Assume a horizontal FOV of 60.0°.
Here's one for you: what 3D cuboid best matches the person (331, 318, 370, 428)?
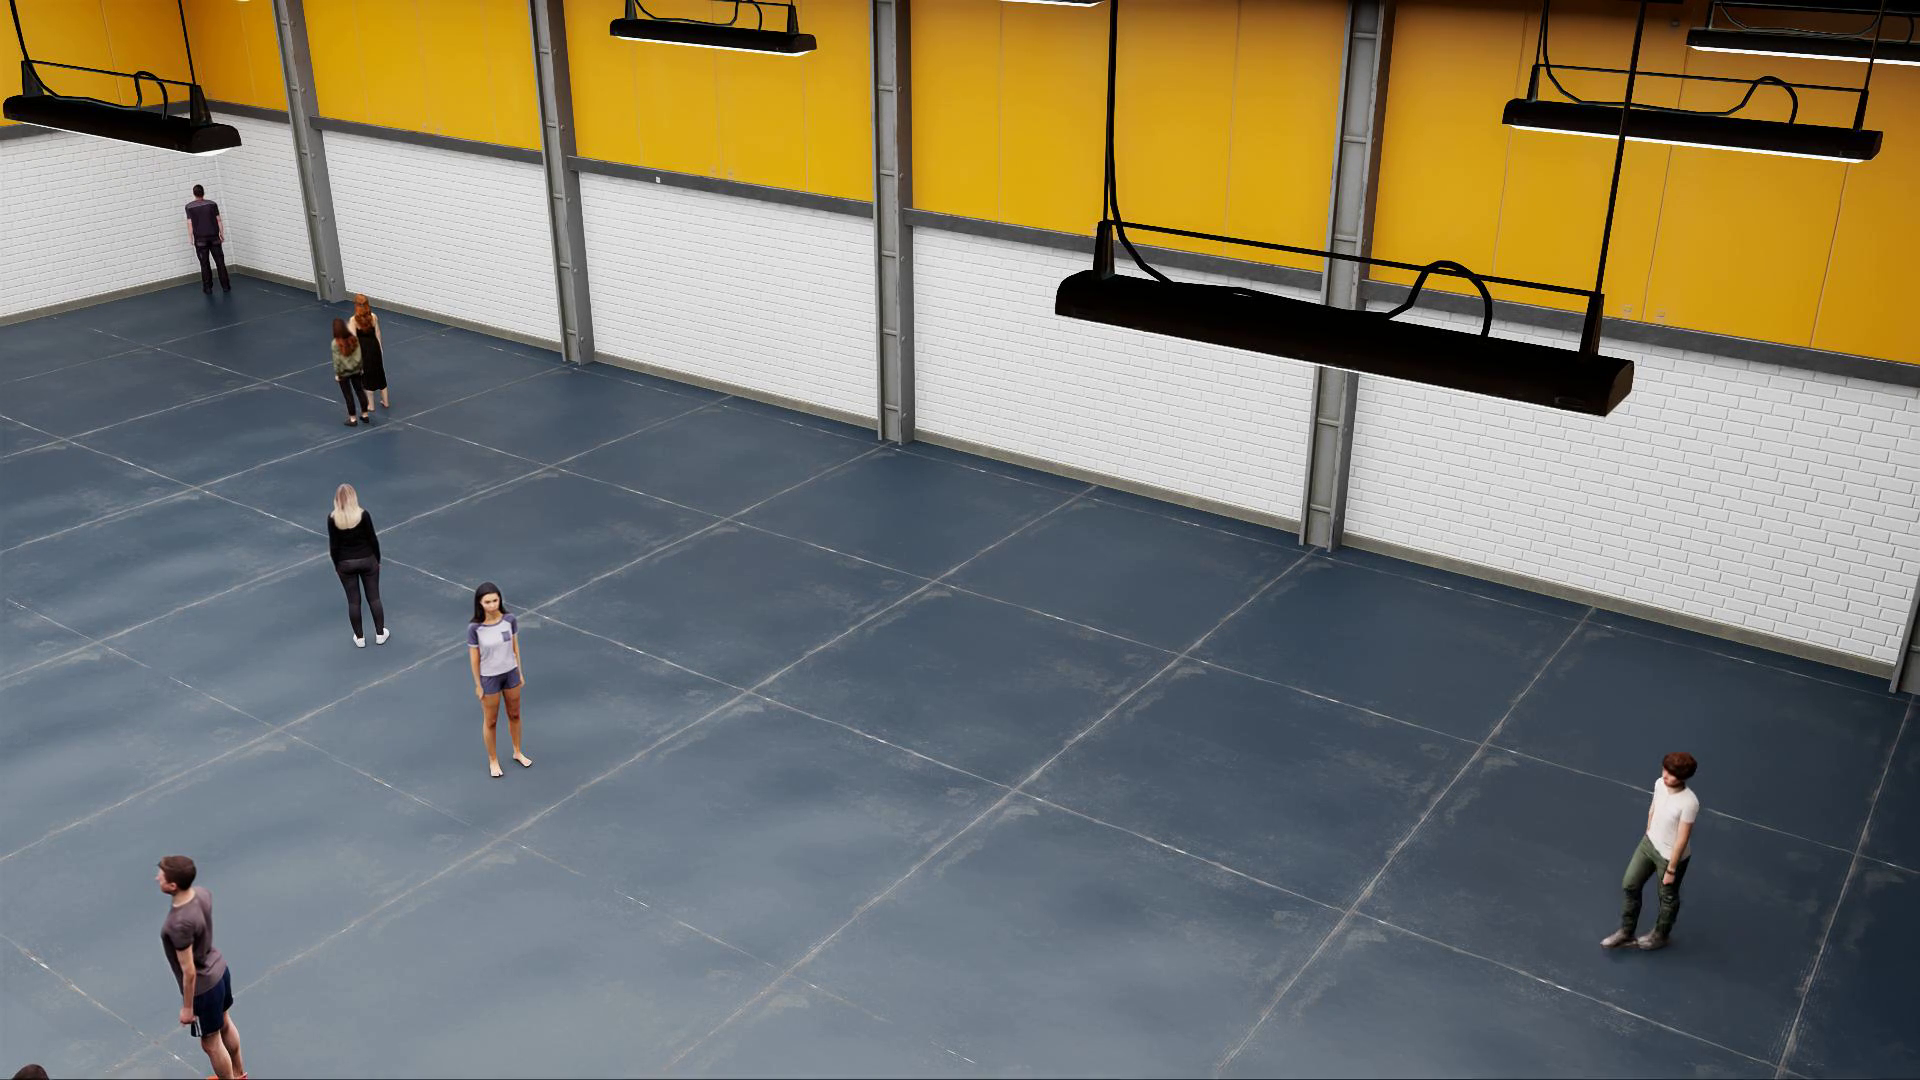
[{"bbox_3d":[-8.152,-2.250,22.210,0.515,1.475,0.584,18,29,35],"label":"person"}]

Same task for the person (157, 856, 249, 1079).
[{"bbox_3d":[-4.692,2.744,10.313,0.773,1.853,0.723,-3,24,-7],"label":"person"}]

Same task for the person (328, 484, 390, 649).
[{"bbox_3d":[-5.883,0.247,16.232,0.686,1.687,0.720,-7,25,-16],"label":"person"}]

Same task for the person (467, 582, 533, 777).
[{"bbox_3d":[-3.914,1.156,14.095,0.642,1.734,0.611,-17,29,-33],"label":"person"}]

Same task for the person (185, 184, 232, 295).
[{"bbox_3d":[-12.841,-5.147,28.374,0.799,1.846,0.763,-13,27,-27],"label":"person"}]

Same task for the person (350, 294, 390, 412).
[{"bbox_3d":[-8.107,-2.578,22.774,0.615,1.624,0.612,-22,32,-40],"label":"person"}]

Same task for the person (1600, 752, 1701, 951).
[{"bbox_3d":[5.066,2.209,11.803,0.889,1.640,0.861,-9,25,-20],"label":"person"}]
